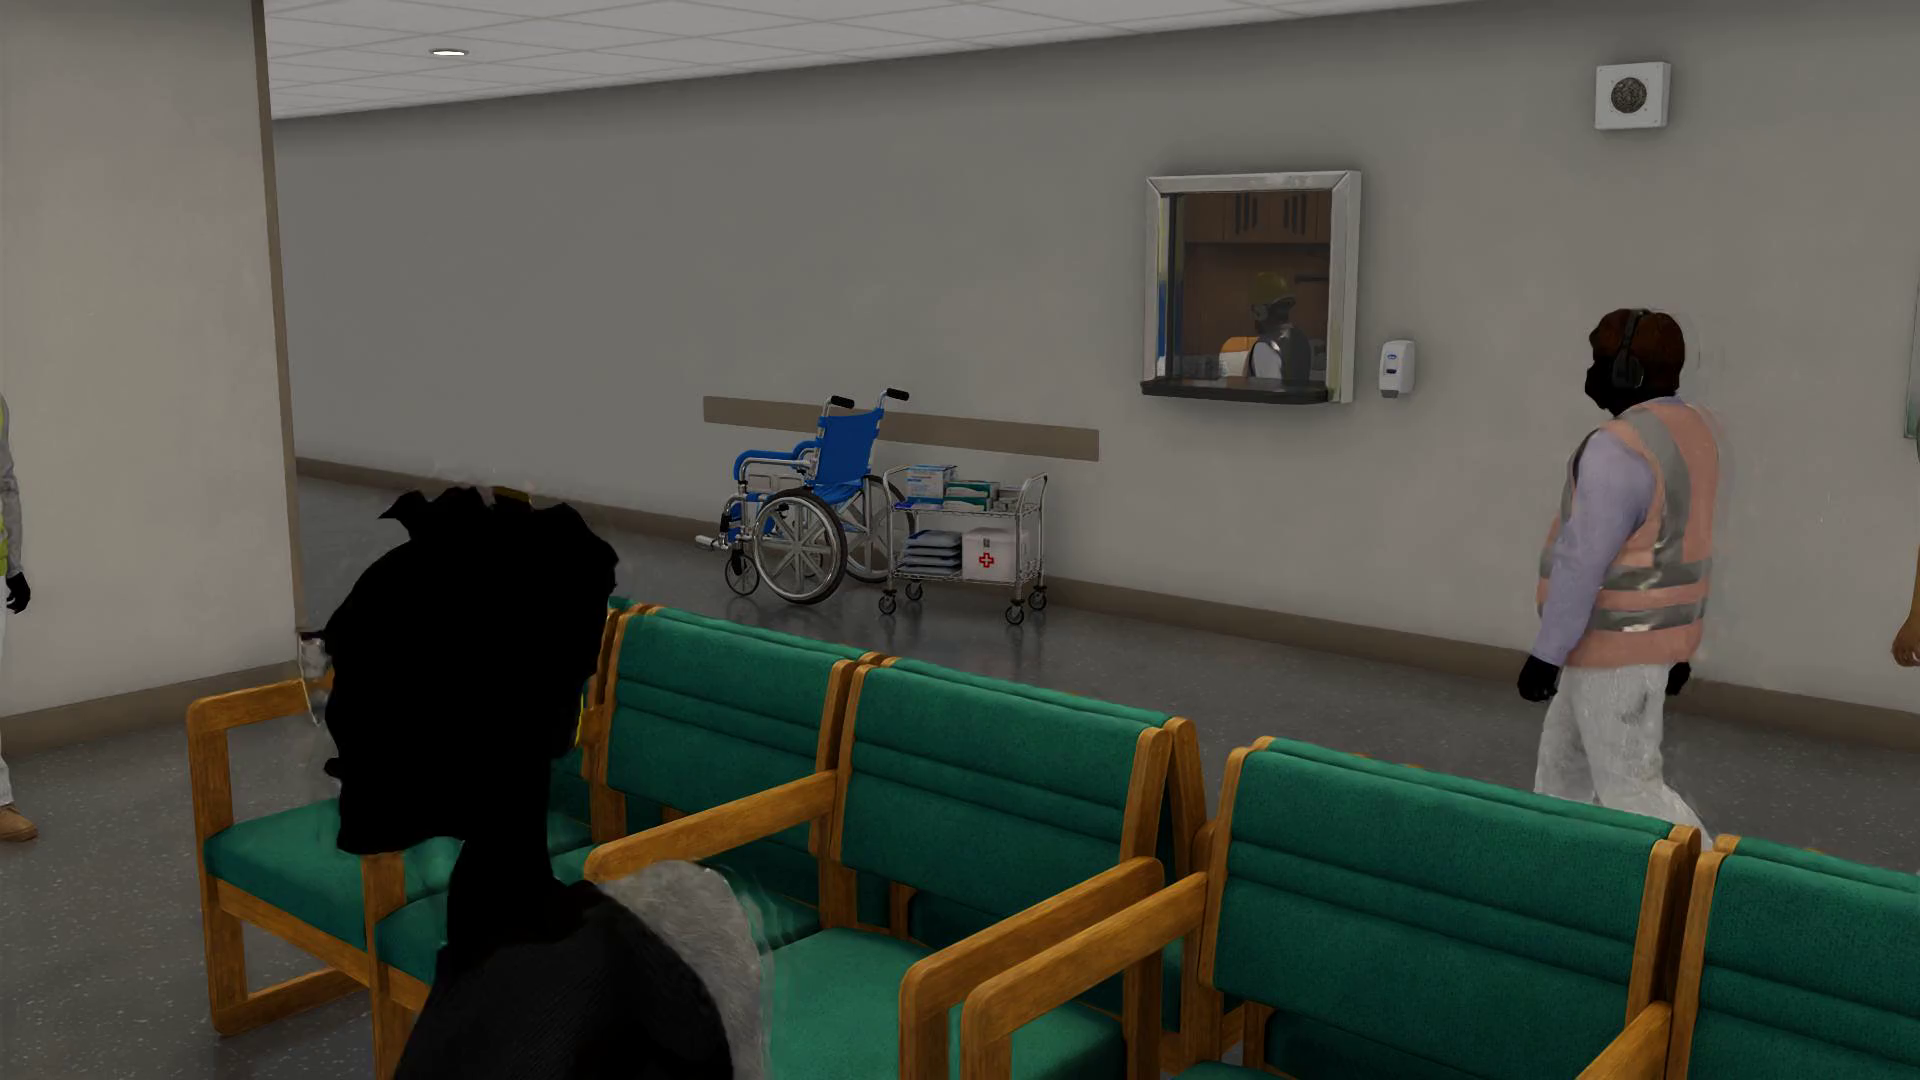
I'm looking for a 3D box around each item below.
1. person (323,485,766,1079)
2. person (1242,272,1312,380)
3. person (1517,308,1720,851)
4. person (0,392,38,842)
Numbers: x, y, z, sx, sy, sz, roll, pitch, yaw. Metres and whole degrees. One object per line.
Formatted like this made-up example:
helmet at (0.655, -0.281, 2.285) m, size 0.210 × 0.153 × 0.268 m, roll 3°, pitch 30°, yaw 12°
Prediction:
person at (-0.279, 0.854, 1.078) m, size 0.343 × 1.865 × 0.584 m, roll 2°, pitch 10°, yaw 11°
person at (1.706, -0.551, 9.147) m, size 0.403 × 1.827 × 0.601 m, roll 6°, pitch 11°, yaw 29°
person at (1.838, 0.278, 4.511) m, size 0.885 × 1.809 × 0.623 m, roll 7°, pitch 12°, yaw 36°
person at (-3.302, 0.114, 5.339) m, size 0.429 × 1.844 × 0.624 m, roll 7°, pitch 12°, yaw 35°
